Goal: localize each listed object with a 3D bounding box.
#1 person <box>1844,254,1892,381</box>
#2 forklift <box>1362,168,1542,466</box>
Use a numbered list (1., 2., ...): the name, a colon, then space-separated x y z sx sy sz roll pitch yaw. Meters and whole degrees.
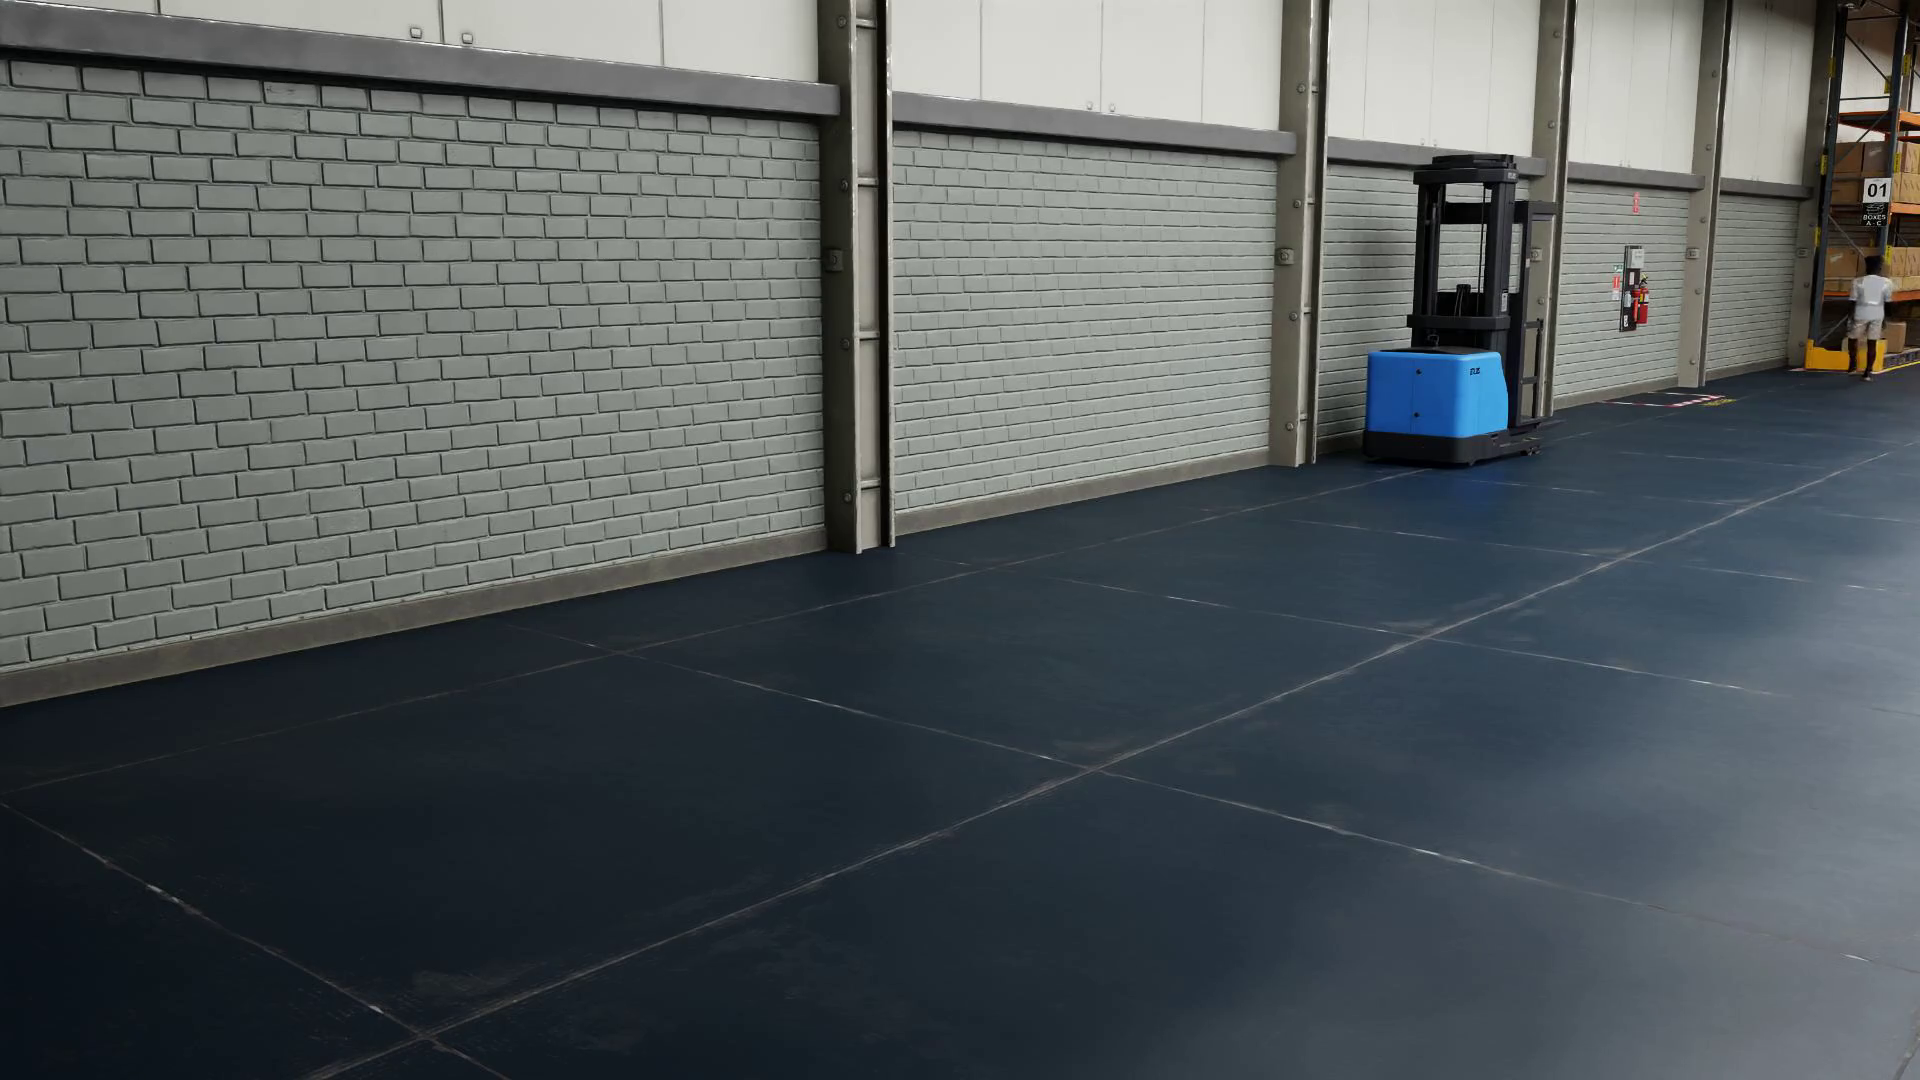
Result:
1. person: 14.201 -3.482 26.038 0.619 1.947 0.540 2 10 13
2. forklift: 4.875 -2.212 16.287 1.129 2.768 1.873 8 13 40
